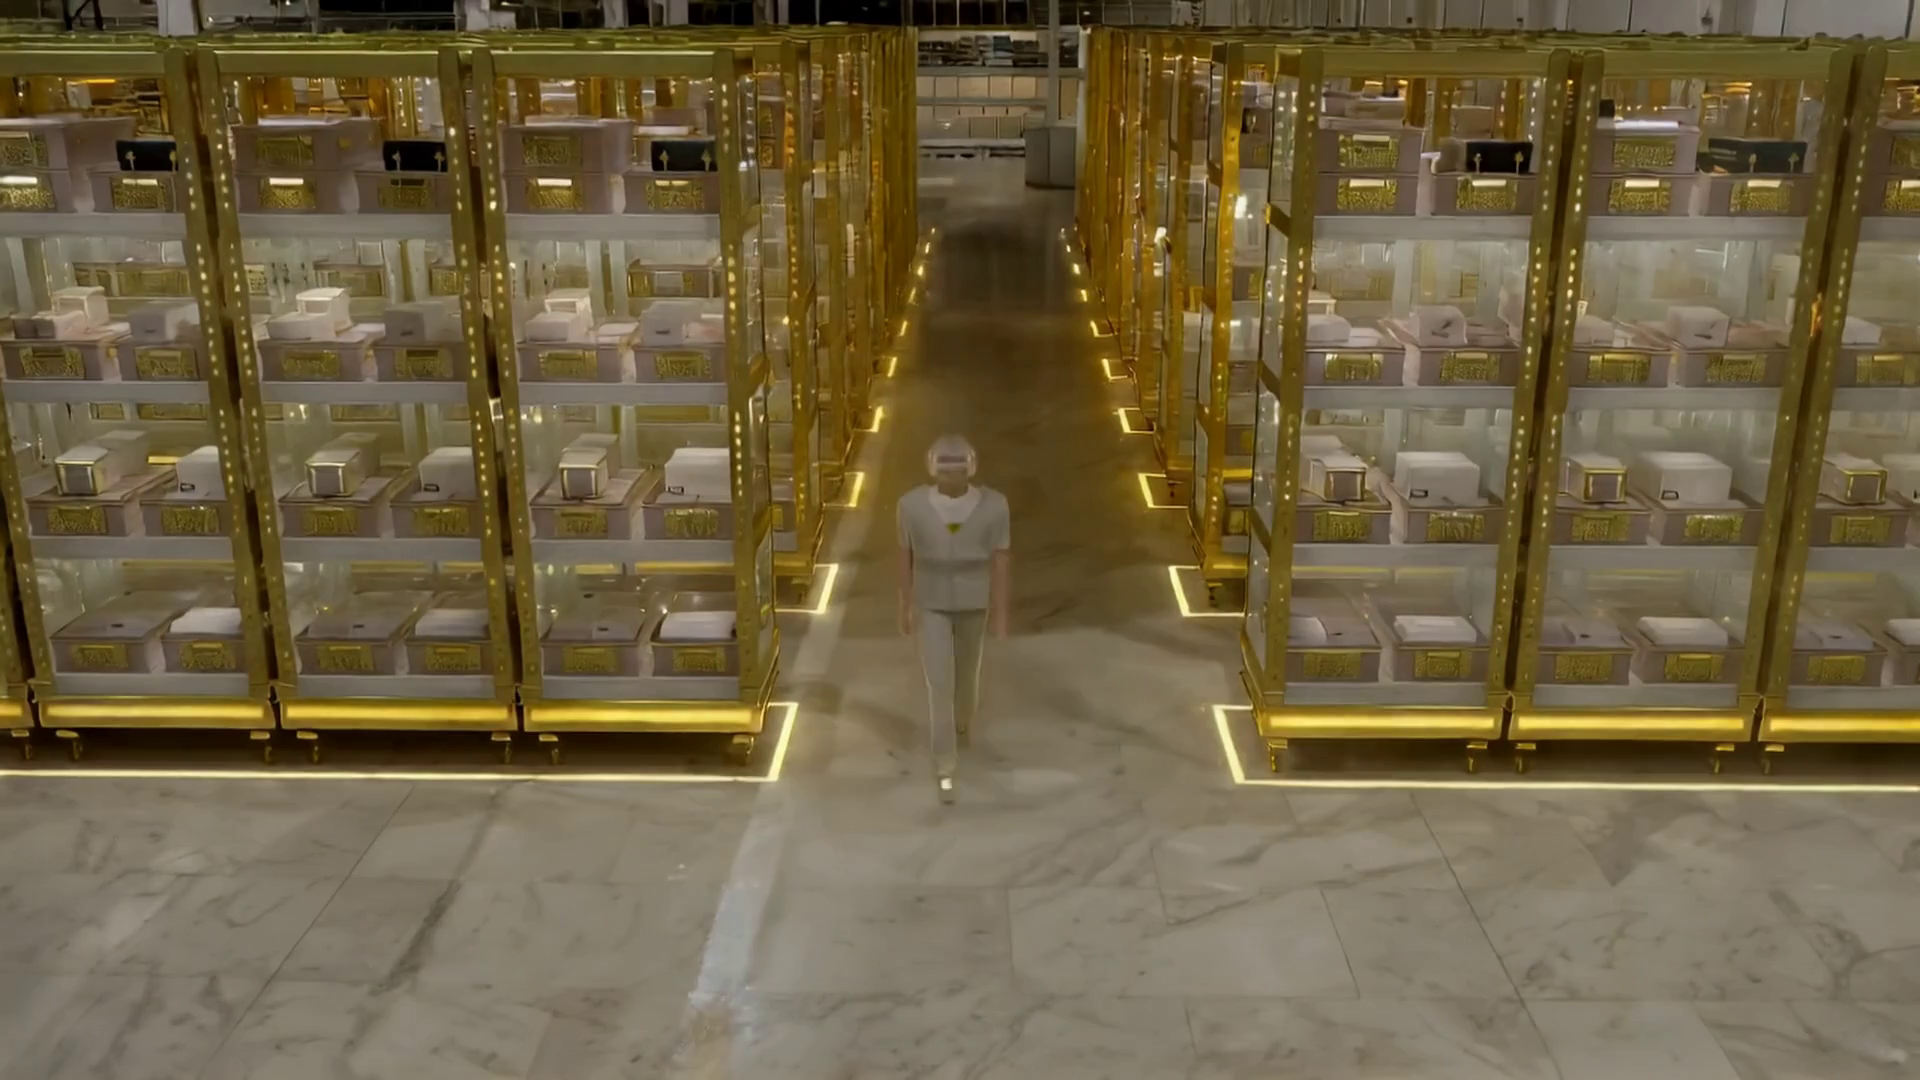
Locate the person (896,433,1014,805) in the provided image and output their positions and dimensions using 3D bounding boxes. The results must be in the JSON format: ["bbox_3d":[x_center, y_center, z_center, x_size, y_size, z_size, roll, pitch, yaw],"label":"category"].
[{"bbox_3d":[-0.026,0.315,8.406,0.580,1.807,0.945,-1,17,-3],"label":"person"}]

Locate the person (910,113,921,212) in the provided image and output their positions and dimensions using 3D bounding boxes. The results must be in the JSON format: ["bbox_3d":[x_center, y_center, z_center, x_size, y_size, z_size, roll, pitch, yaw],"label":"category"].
[{"bbox_3d":[-1.043,-7.475,32.922,0.614,1.994,0.397,-16,23,-41],"label":"person"}]

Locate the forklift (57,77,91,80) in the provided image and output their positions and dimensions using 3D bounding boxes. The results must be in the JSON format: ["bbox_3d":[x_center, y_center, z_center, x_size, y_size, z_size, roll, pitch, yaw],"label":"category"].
[{"bbox_3d":[-24.460,-12.066,46.093,1.129,2.768,1.873,0,17,1],"label":"forklift"}]

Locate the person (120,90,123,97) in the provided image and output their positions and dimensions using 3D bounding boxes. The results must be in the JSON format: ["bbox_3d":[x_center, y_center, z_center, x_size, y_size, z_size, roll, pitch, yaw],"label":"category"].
[{"bbox_3d":[-26.744,-13.613,52.656,0.744,1.883,0.429,5,18,14],"label":"person"}]
